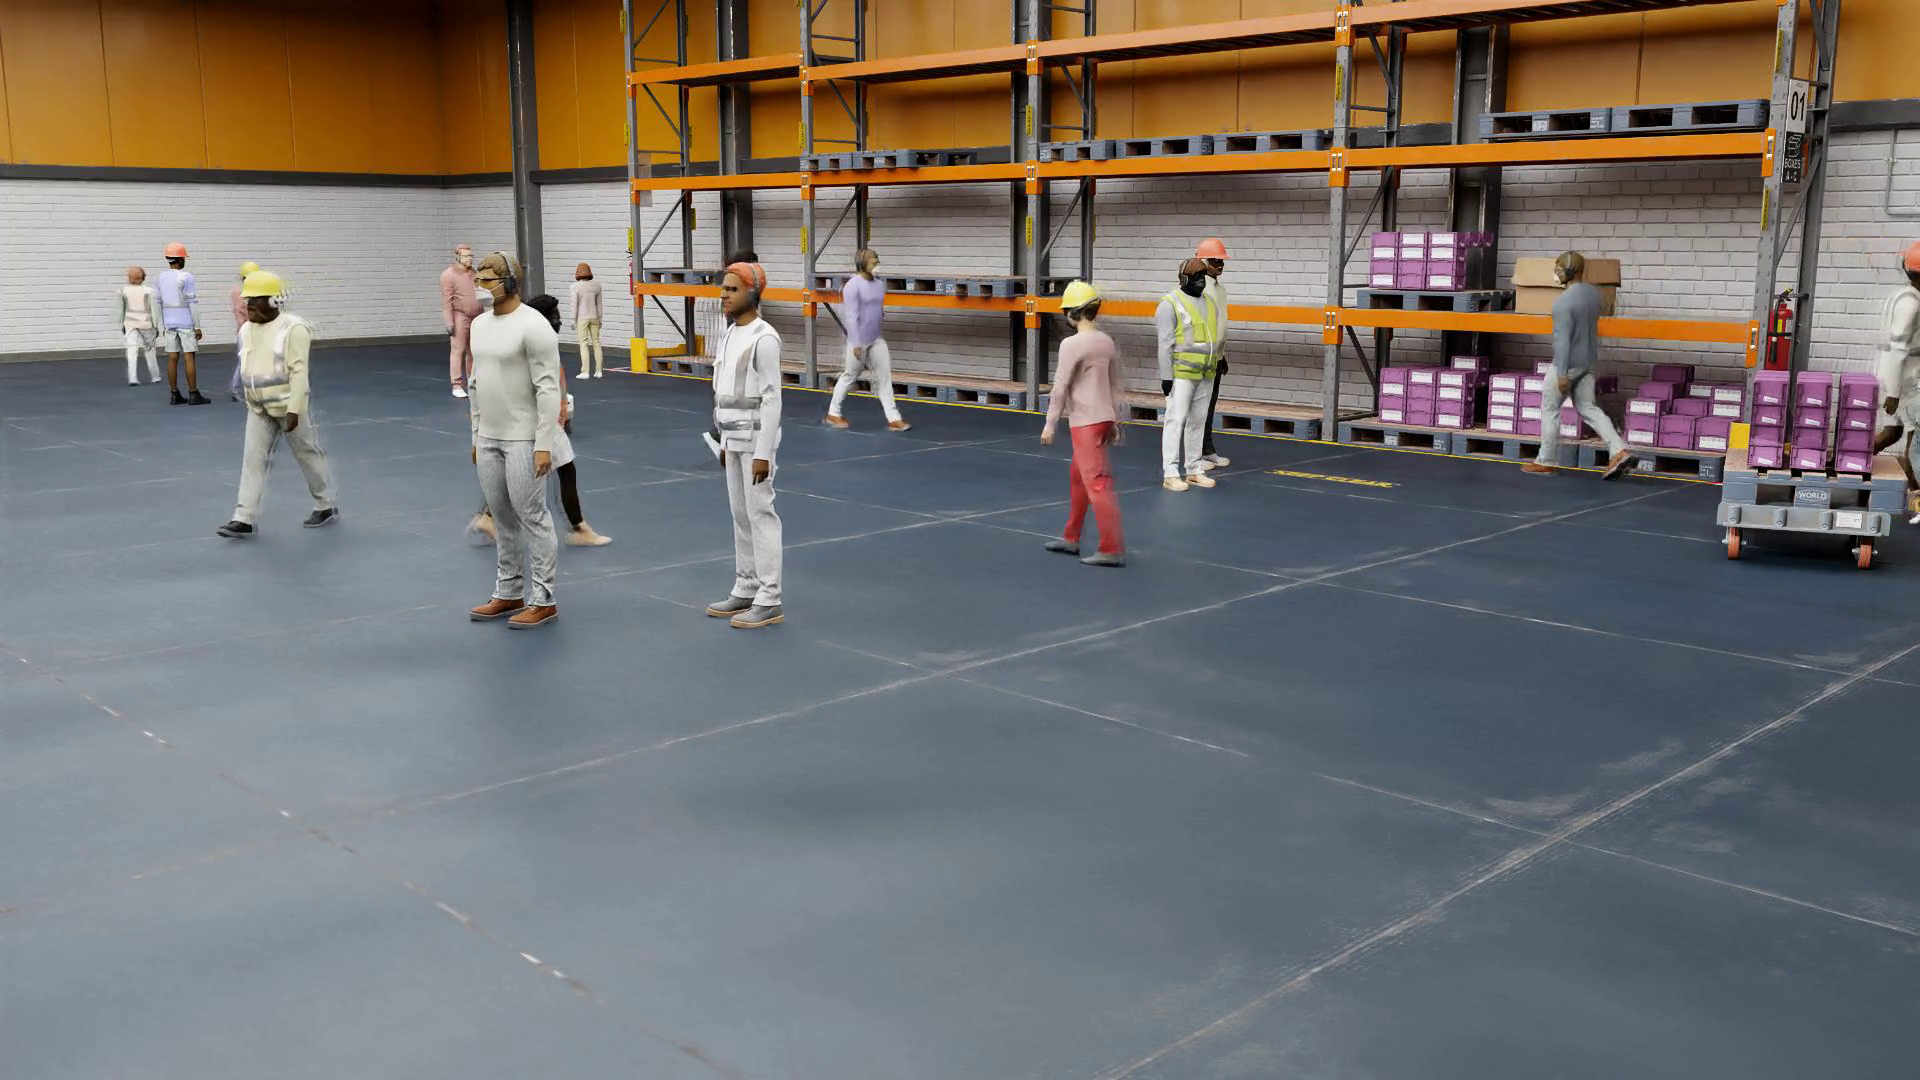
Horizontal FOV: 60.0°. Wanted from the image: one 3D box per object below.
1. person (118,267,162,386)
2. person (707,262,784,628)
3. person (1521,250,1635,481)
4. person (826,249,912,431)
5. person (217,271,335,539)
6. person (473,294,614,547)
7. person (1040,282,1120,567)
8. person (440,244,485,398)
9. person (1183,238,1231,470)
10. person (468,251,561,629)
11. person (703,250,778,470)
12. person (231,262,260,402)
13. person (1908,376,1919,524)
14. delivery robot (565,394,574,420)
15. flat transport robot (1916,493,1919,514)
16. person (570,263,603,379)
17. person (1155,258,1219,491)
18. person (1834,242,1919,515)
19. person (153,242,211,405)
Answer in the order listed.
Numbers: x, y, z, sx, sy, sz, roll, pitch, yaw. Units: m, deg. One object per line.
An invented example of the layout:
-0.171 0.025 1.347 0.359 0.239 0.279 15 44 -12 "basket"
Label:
-11.128 -2.895 22.548 0.529 1.595 0.847 -2 11 -9 "person"
-1.118 -0.487 8.646 0.370 1.884 0.579 -6 12 -29 "person"
5.141 -1.434 13.747 0.644 1.906 0.934 -8 13 -38 "person"
-0.998 -2.072 17.286 1.034 1.890 0.648 8 13 36 "person"
-4.631 -0.916 11.246 0.598 1.788 0.933 4 11 20 "person"
-2.753 -0.759 10.744 0.872 1.659 0.539 -2 11 -11 "person"
0.714 -0.711 10.273 0.767 1.734 0.528 7 12 33 "person"
-6.188 -2.747 20.893 0.403 1.906 0.652 6 12 30 "person"
2.155 -1.614 14.473 0.382 1.995 0.612 7 13 34 "person"
-2.324 -0.513 8.617 0.636 1.938 0.358 8 13 38 "person"
-1.891 -1.532 14.288 0.595 1.896 0.606 1 10 8 "person"
-8.544 -2.491 20.065 0.867 1.711 0.513 8 13 39 "person"
6.780 -0.866 11.411 0.518 1.616 0.407 -1 10 -6 "person"
-4.132 -1.321 16.546 0.477 0.478 0.707 2 11 12 "delivery robot"
7.481 -0.219 11.567 1.431 0.197 0.652 5 12 28 "flat transport robot"
-5.291 -3.099 23.557 0.501 1.631 0.287 -10 14 -42 "person"
1.844 -1.319 13.277 0.634 1.842 0.429 -8 13 -39 "person"
6.751 -1.152 11.953 0.813 1.993 0.668 5 12 26 "person"
-9.306 -2.576 19.870 0.542 1.939 0.361 3 11 14 "person"
